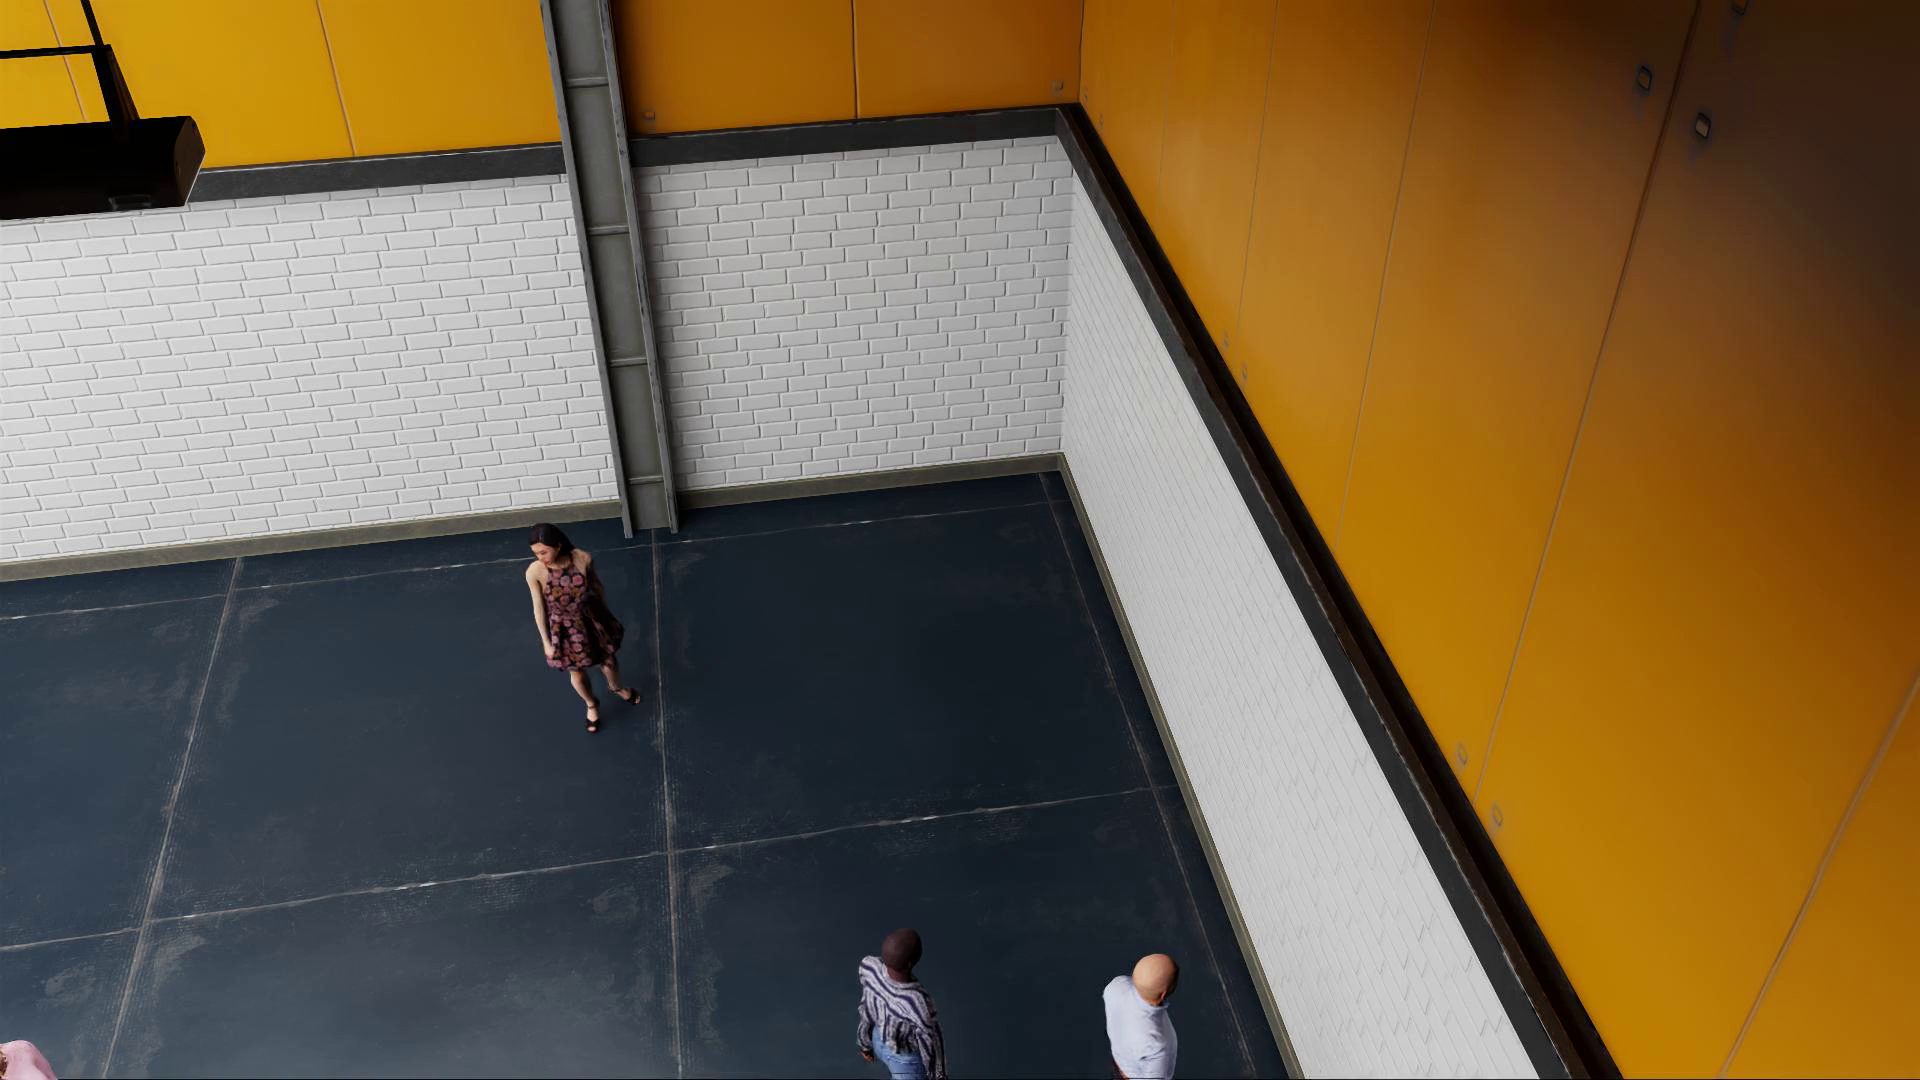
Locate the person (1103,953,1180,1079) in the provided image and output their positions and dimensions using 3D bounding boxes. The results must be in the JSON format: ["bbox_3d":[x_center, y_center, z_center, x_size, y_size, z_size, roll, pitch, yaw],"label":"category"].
[{"bbox_3d":[0.781,2.540,7.742,1.121,1.772,0.805,-14,41,-17],"label":"person"}]

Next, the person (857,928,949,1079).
[{"bbox_3d":[-0.326,2.504,7.803,1.236,1.752,1.031,-29,47,-31],"label":"person"}]

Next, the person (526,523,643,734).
[{"bbox_3d":[-2.349,0.526,10.288,0.721,1.742,0.876,-28,46,-30],"label":"person"}]
